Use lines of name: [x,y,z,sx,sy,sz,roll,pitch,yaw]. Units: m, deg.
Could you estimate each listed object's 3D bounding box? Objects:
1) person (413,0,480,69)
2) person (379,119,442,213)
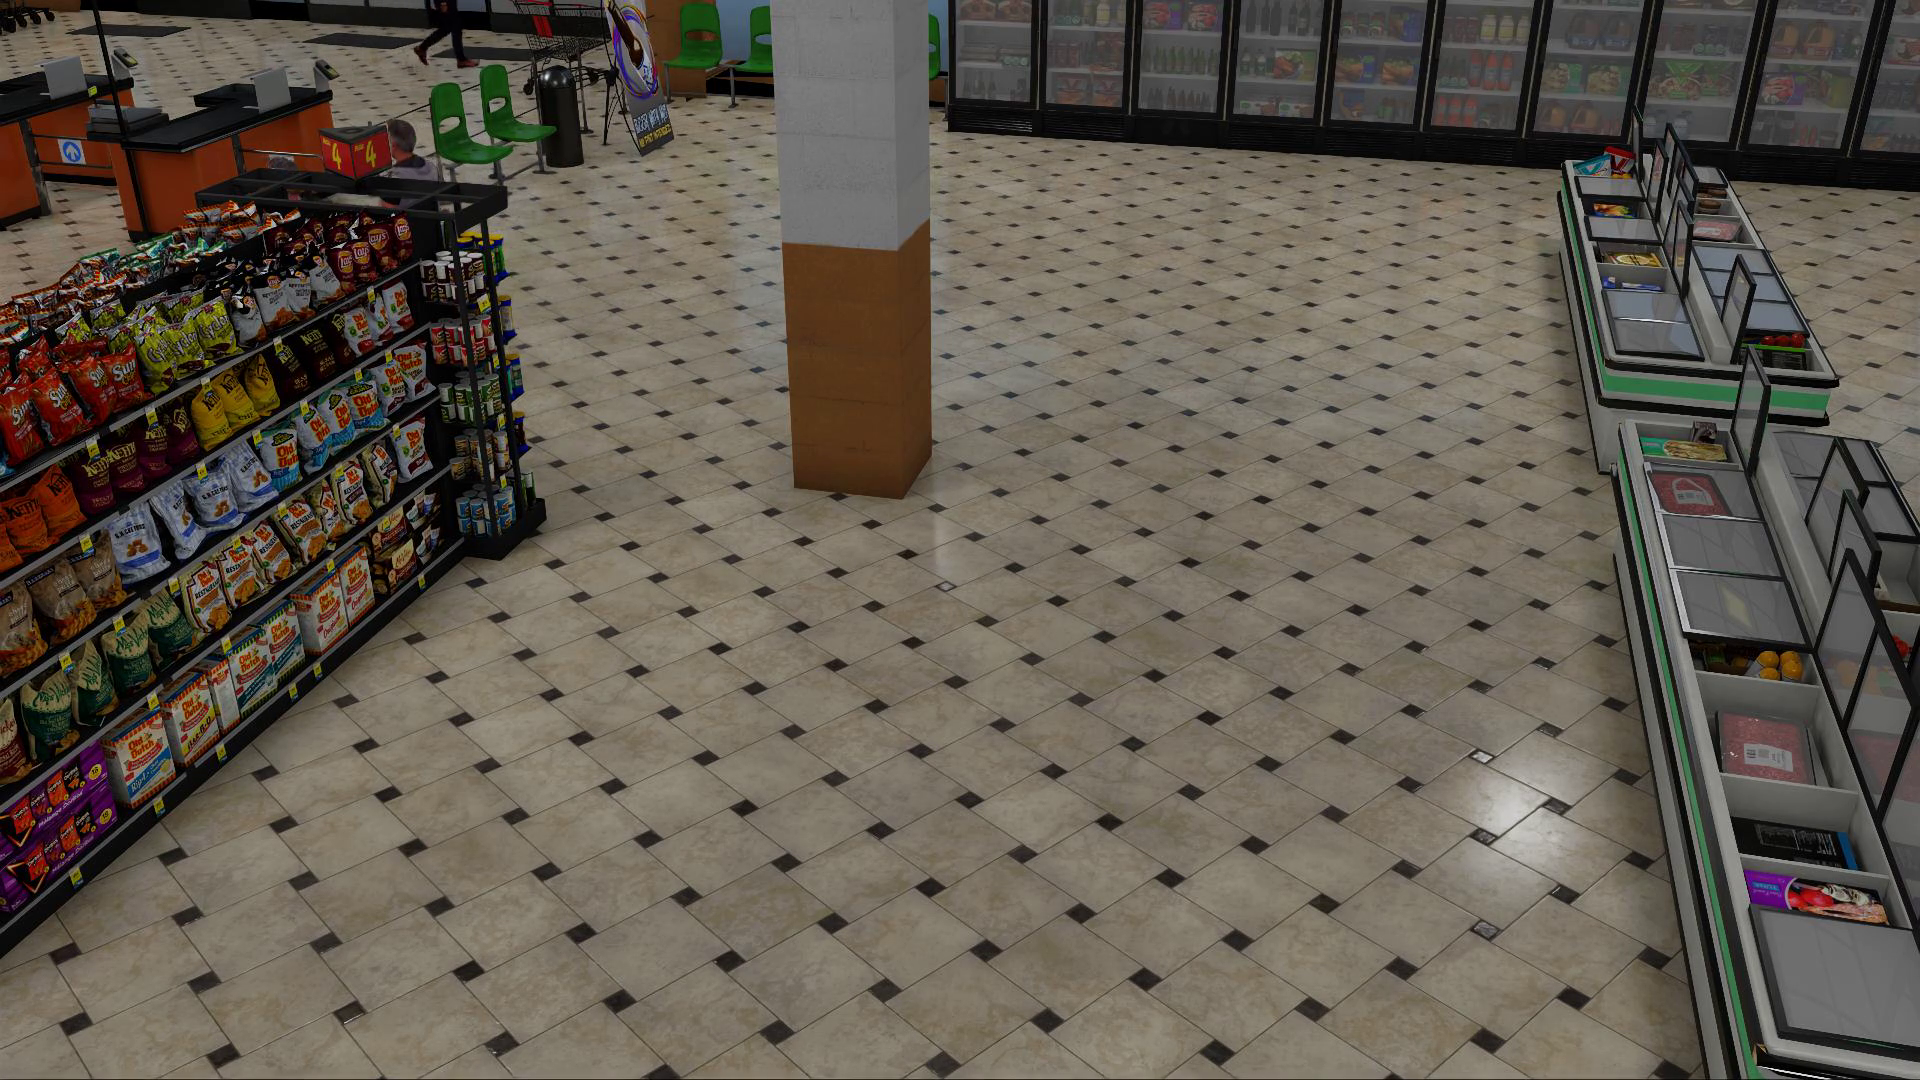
person: [-6.693,-6.893,21.300,1.036,1.707,1.072,-8,28,-15]
person: [-3.643,-1.946,11.469,0.760,1.776,1.087,6,28,12]
